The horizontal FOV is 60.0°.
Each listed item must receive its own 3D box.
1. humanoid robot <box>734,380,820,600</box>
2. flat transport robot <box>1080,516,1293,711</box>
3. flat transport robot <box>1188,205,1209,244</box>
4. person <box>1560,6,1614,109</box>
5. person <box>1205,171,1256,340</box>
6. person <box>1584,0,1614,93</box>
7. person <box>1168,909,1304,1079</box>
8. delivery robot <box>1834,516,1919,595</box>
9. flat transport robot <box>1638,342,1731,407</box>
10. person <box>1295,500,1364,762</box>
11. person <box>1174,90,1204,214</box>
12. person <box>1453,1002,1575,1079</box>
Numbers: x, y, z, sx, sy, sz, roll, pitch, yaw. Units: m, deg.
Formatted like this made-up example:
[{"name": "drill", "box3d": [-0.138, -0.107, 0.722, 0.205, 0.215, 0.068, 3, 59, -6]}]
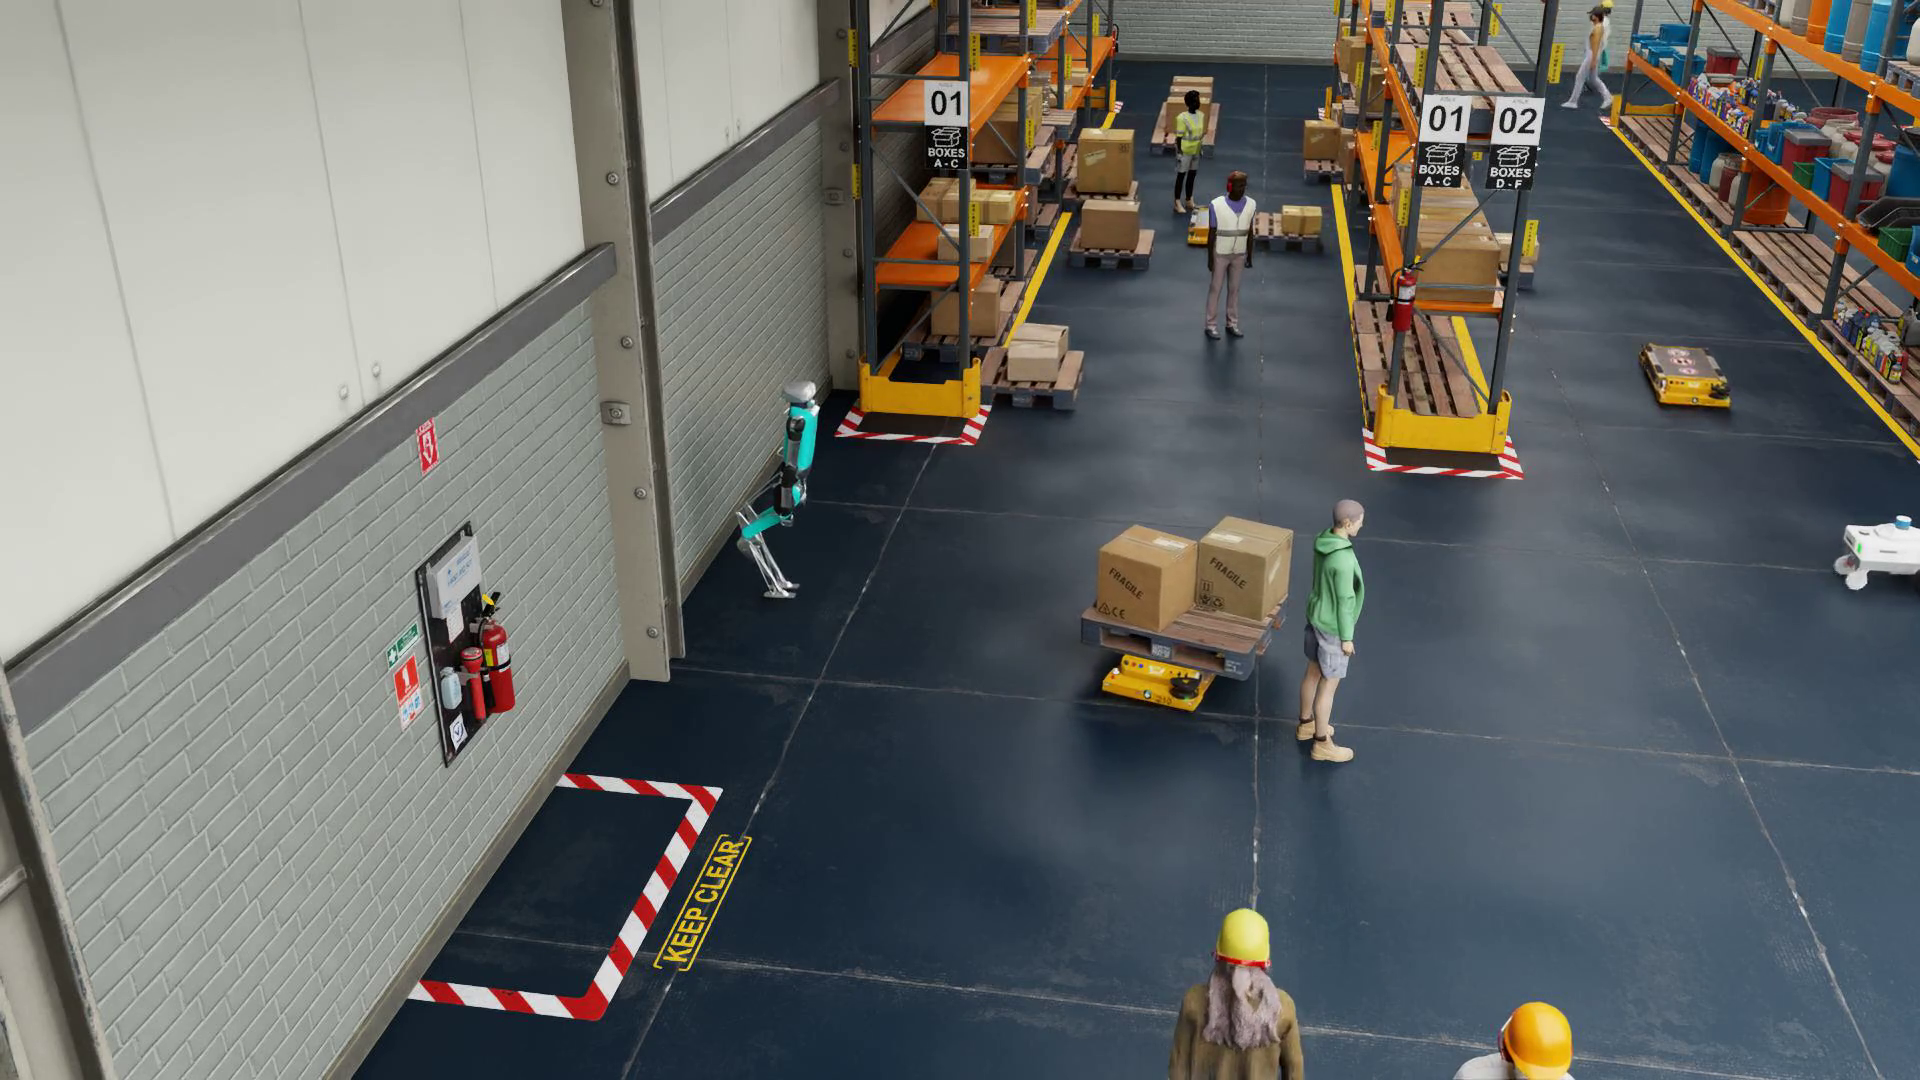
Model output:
[{"name": "humanoid robot", "box3d": [-1.394, -0.369, 12.307, 0.753, 1.697, 0.530, 4, 25, 8]}, {"name": "flat transport robot", "box3d": [1.569, 0.746, 11.762, 0.659, 0.231, 1.431, 12, 27, 23]}, {"name": "flat transport robot", "box3d": [3.441, -4.231, 22.412, 0.659, 0.231, 1.431, 4, 25, 9]}, {"name": "person", "box3d": [11.576, -8.789, 30.329, 0.872, 1.830, 0.512, 12, 28, 24]}, {"name": "person", "box3d": [2.944, -3.122, 18.193, 0.561, 1.840, 0.398, -9, 27, -19]}, {"name": "person", "box3d": [12.236, -9.424, 31.766, 0.379, 1.750, 0.539, -3, 25, -7]}, {"name": "person", "box3d": [1.123, 2.267, 6.789, 0.560, 1.722, 0.889, 4, 25, 8]}, {"name": "delivery robot", "box3d": [7.205, 0.098, 12.788, 0.757, 0.575, 0.499, 3, 25, 7]}, {"name": "flat transport robot", "box3d": [7.384, -1.694, 16.983, 0.659, 0.231, 1.431, 5, 26, 11]}, {"name": "person", "box3d": [2.322, 0.556, 10.431, 0.341, 1.738, 0.472, -4, 25, -9]}, {"name": "person", "box3d": [3.220, -5.444, 23.319, 0.539, 1.698, 0.316, -20, 32, -37]}, {"name": "person", "box3d": [2.013, 2.468, 6.168, 0.569, 1.889, 0.389, 8, 26, 17]}]
